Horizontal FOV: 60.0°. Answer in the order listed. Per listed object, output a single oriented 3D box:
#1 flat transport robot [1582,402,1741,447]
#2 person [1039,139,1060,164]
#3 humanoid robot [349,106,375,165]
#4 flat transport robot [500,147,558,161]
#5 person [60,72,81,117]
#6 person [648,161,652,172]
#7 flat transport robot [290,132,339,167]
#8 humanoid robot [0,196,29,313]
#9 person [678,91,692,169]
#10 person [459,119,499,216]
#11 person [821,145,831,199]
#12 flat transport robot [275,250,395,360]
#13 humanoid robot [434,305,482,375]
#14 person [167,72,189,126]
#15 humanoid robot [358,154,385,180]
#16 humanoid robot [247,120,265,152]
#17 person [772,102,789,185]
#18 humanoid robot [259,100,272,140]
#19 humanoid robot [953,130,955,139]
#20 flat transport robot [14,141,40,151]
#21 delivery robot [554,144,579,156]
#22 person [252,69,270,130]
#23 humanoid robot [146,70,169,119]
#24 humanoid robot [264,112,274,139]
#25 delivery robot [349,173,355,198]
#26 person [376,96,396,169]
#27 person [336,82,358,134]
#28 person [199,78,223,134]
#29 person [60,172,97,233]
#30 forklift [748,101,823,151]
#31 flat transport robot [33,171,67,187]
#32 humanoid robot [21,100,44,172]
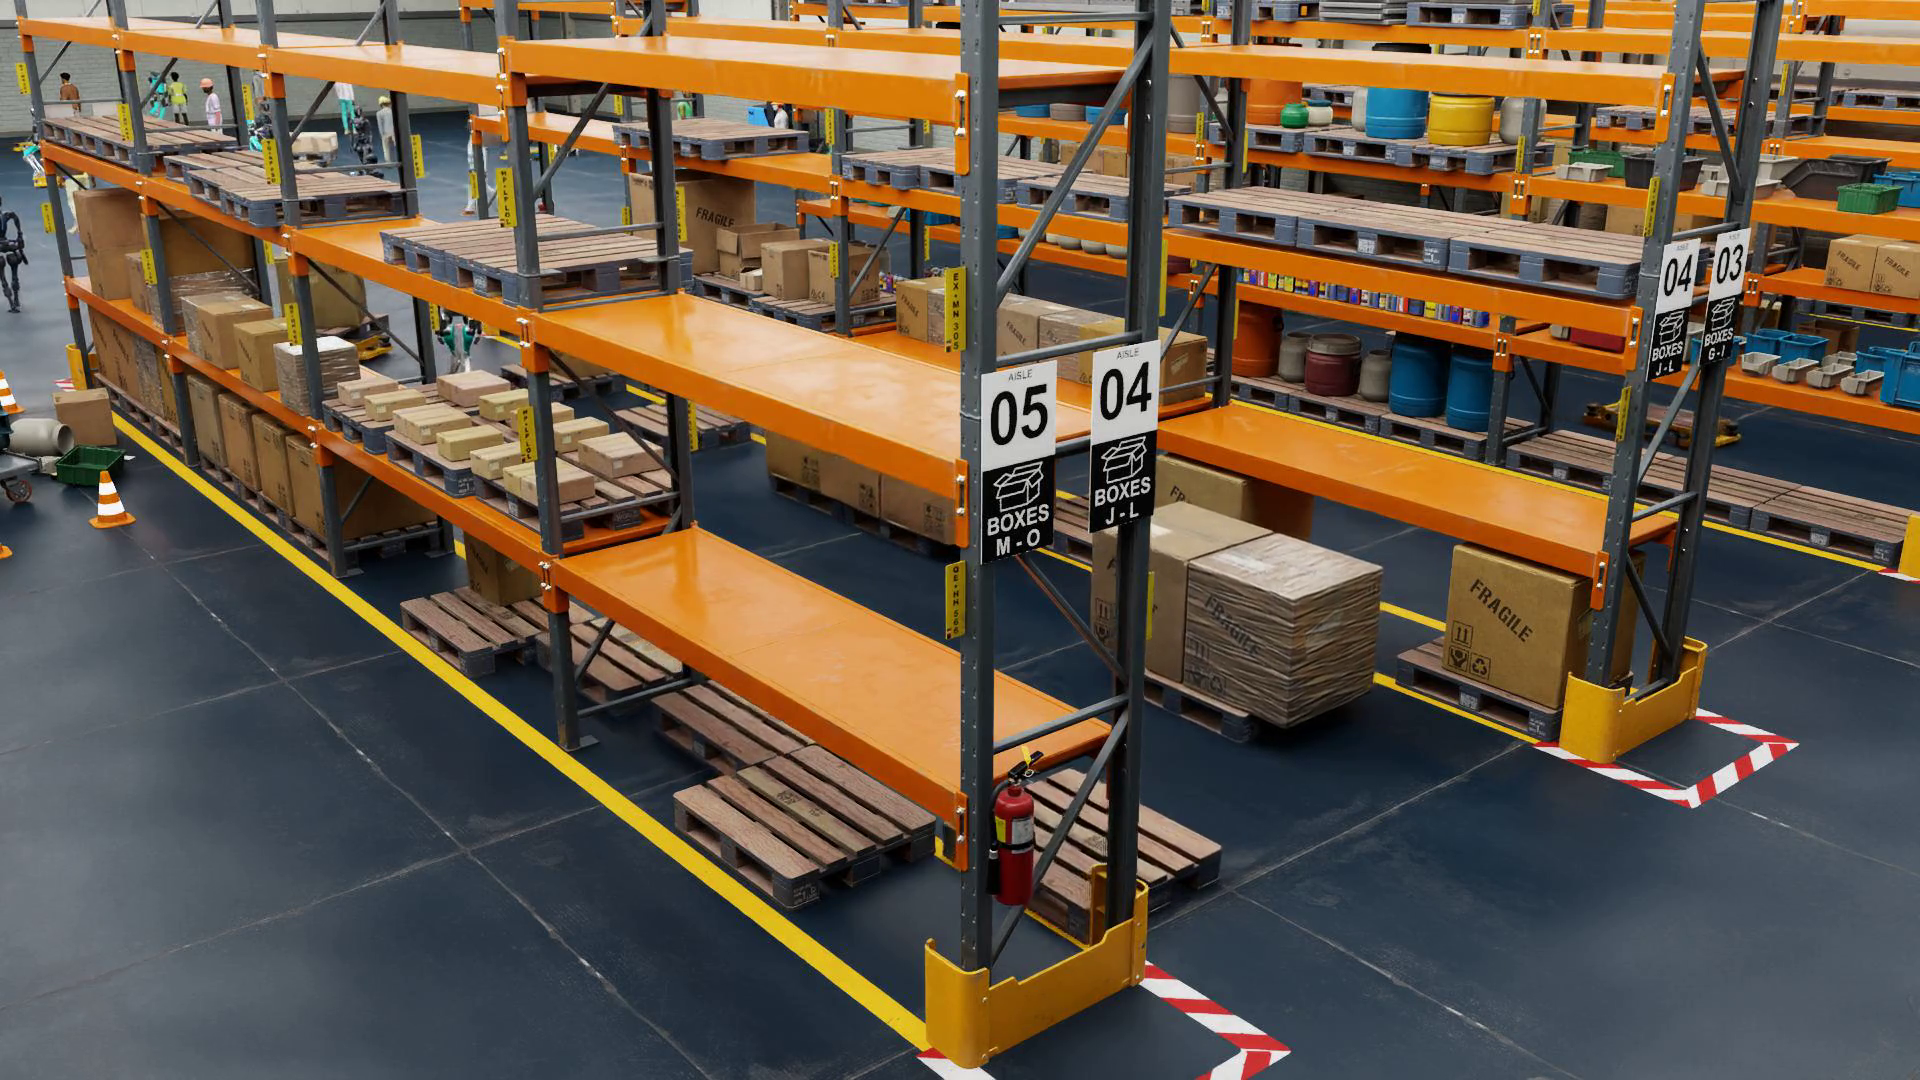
[{"bbox_3d":[7.337,-1.223,17.417,0.659,0.231,1.431,-14,24,-34],"label":"flat transport robot"},{"bbox_3d":[1.666,-6.826,31.107,0.405,1.763,0.530,-9,21,-24],"label":"person"},{"bbox_3d":[-13.273,-8.810,36.971,0.608,1.631,0.789,4,20,11],"label":"humanoid robot"},{"bbox_3d":[-10.616,-9.529,41.054,0.659,0.231,1.431,11,22,28],"label":"flat transport robot"},{"bbox_3d":[-23.605,-11.471,44.189,0.396,1.856,0.775,3,20,9],"label":"person"},{"bbox_3d":[-5.078,-6.011,28.507,0.382,1.957,0.601,8,21,21],"label":"person"},{"bbox_3d":[-15.317,-8.835,39.079,0.659,0.231,1.431,-3,20,-9],"label":"flat transport robot"},{"bbox_3d":[-13.438,-4.038,23.326,0.633,1.637,0.592,18,26,42],"label":"humanoid robot"},{"bbox_3d":[-6.292,-9.431,38.205,0.404,1.977,0.484,3,20,9],"label":"person"},{"bbox_3d":[-9.238,-7.187,32.011,0.922,1.849,0.584,-10,22,-26],"label":"person"},{"bbox_3d":[-2.493,-7.523,33.158,0.524,1.728,0.474,1,19,4],"label":"person"},{"bbox_3d":[-7.913,-2.432,20.859,1.431,0.231,0.659,5,20,13],"label":"flat transport robot"},{"bbox_3d":[-5.566,-2.374,18.481,0.588,1.777,0.866,-4,20,-10],"label":"humanoid robot"},{"bbox_3d":[-21.972,-12.290,46.764,0.339,1.695,0.532,18,26,42],"label":"person"},{"bbox_3d":[-9.950,-5.657,27.986,0.605,1.631,0.725,5,20,15],"label":"humanoid robot"},{"bbox_3d":[-15.788,-8.984,37.308,0.775,1.773,0.560,7,20,18],"label":"humanoid robot"},{"bbox_3d":[-3.895,-8.695,36.249,0.379,1.890,0.563,-6,20,-17],"label":"person"},{"bbox_3d":[-15.928,-9.255,38.189,0.511,1.635,0.612,-1,19,-3],"label":"humanoid robot"},{"bbox_3d":[0.281,-7.430,32.907,0.537,1.743,0.960,16,25,39],"label":"humanoid robot"},{"bbox_3d":[-23.431,-10.107,42.699,1.431,0.231,0.659,2,19,6],"label":"flat transport robot"},{"bbox_3d":[-9.881,-9.958,41.851,0.499,0.598,0.802,-12,23,-31],"label":"delivery robot"},{"bbox_3d":[-19.993,-12.678,47.598,0.401,1.875,0.497,6,20,16],"label":"person"},{"bbox_3d":[-22.295,-12.084,46.118,0.530,1.792,0.675,4,20,13],"label":"humanoid robot"},{"bbox_3d":[-14.502,-8.249,35.309,0.611,1.640,0.600,-2,19,-6],"label":"humanoid robot"},{"bbox_3d":[-12.402,-7.177,33.959,0.499,0.614,0.815,7,21,20],"label":"delivery robot"},{"bbox_3d":[-13.249,-9.472,38.758,0.538,1.685,1.023,-14,24,-35],"label":"person"},{"bbox_3d":[-17.217,-12.358,46.632,0.500,1.915,0.411,3,20,7],"label":"person"},{"bbox_3d":[-17.675,-9.877,39.378,0.387,2.039,0.610,-13,23,-32],"label":"person"},{"bbox_3d":[-15.893,-6.475,29.986,0.602,1.853,0.635,-12,23,-32],"label":"person"},{"bbox_3d":[-4.526,-11.368,42.374,1.129,2.768,1.873,-15,24,-37],"label":"forklift"},{"bbox_3d":[-19.924,-7.913,36.456,0.659,0.231,1.431,-10,21,-25],"label":"flat transport robot"},{"bbox_3d":[-20.581,-8.928,36.937,0.735,1.673,0.533,1,19,3],"label":"humanoid robot"}]
